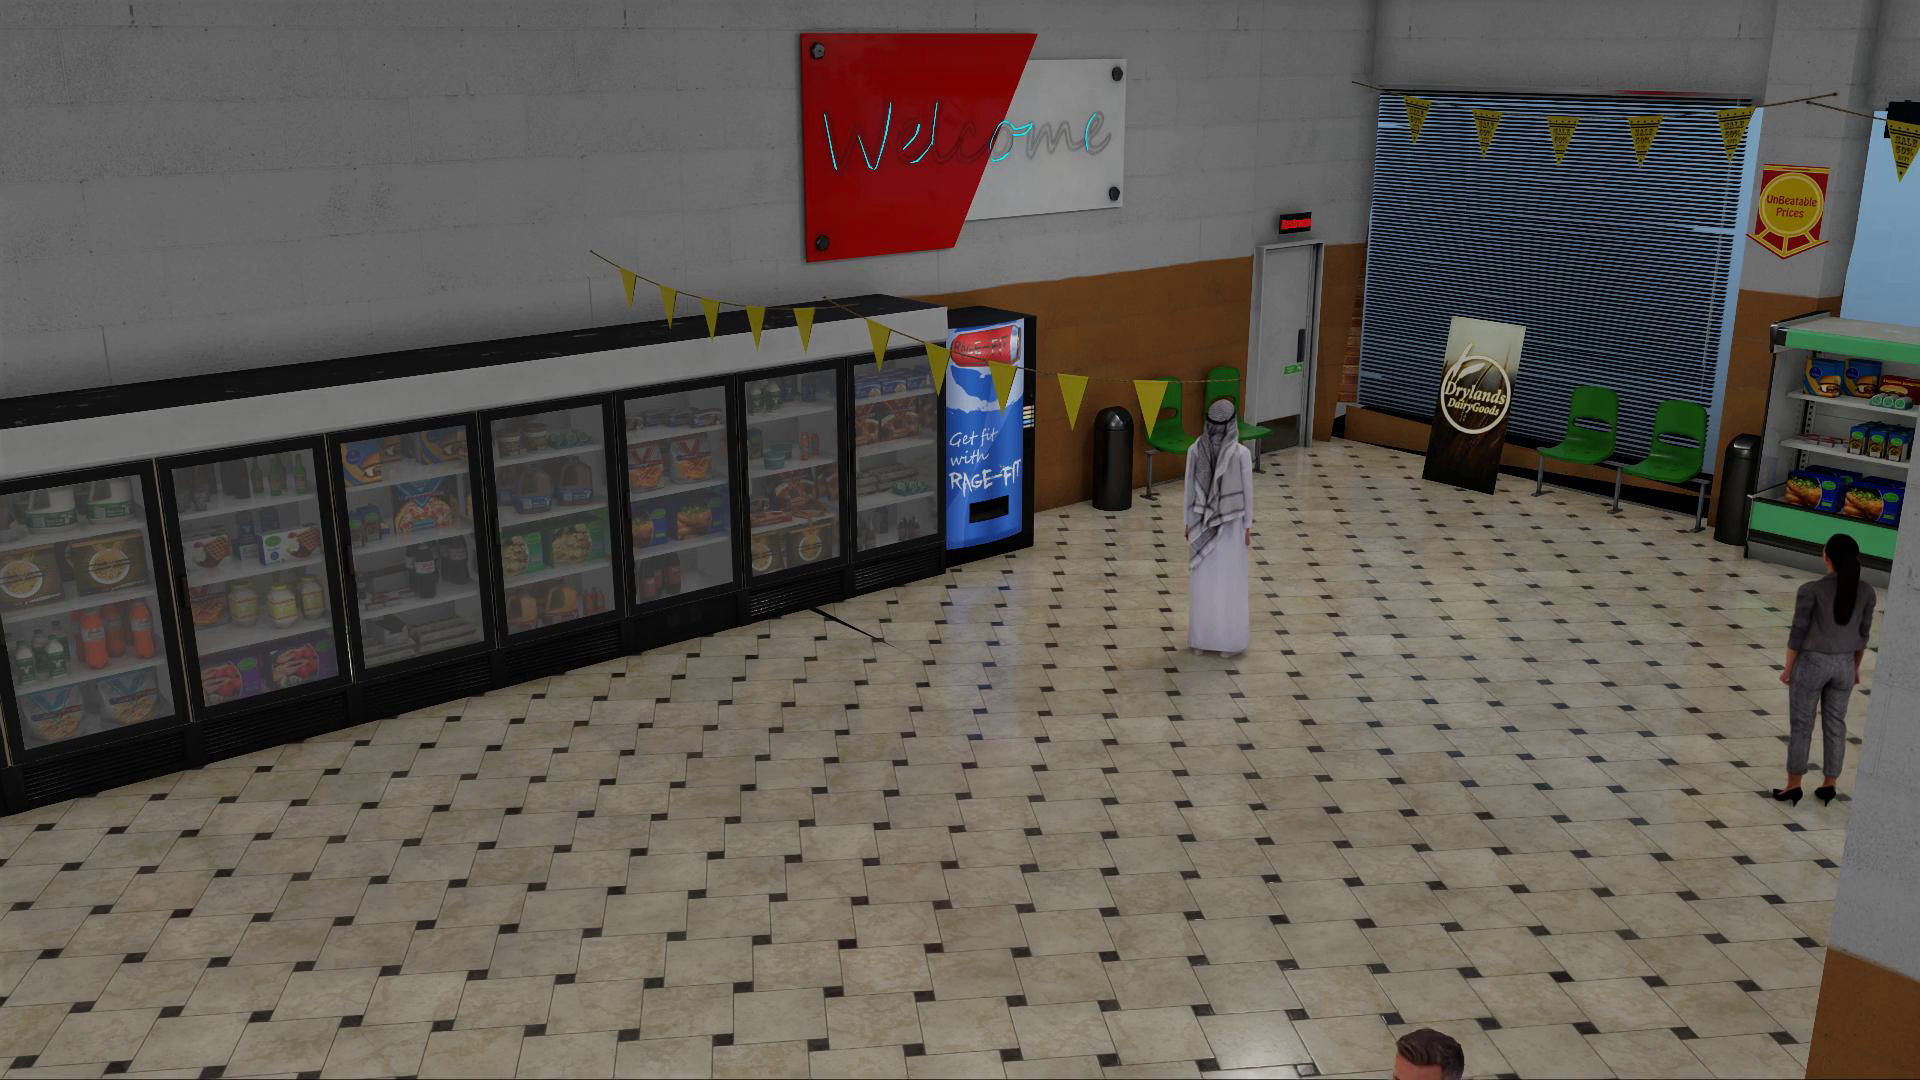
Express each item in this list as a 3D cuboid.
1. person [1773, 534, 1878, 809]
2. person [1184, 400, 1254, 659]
[{"bbox_3d":[5.076,0.773,9.780,0.725,1.677,0.775,0,17,1],"label":"person"},{"bbox_3d":[1.888,-0.084,12.174,0.744,1.926,0.855,7,18,22],"label":"person"}]
